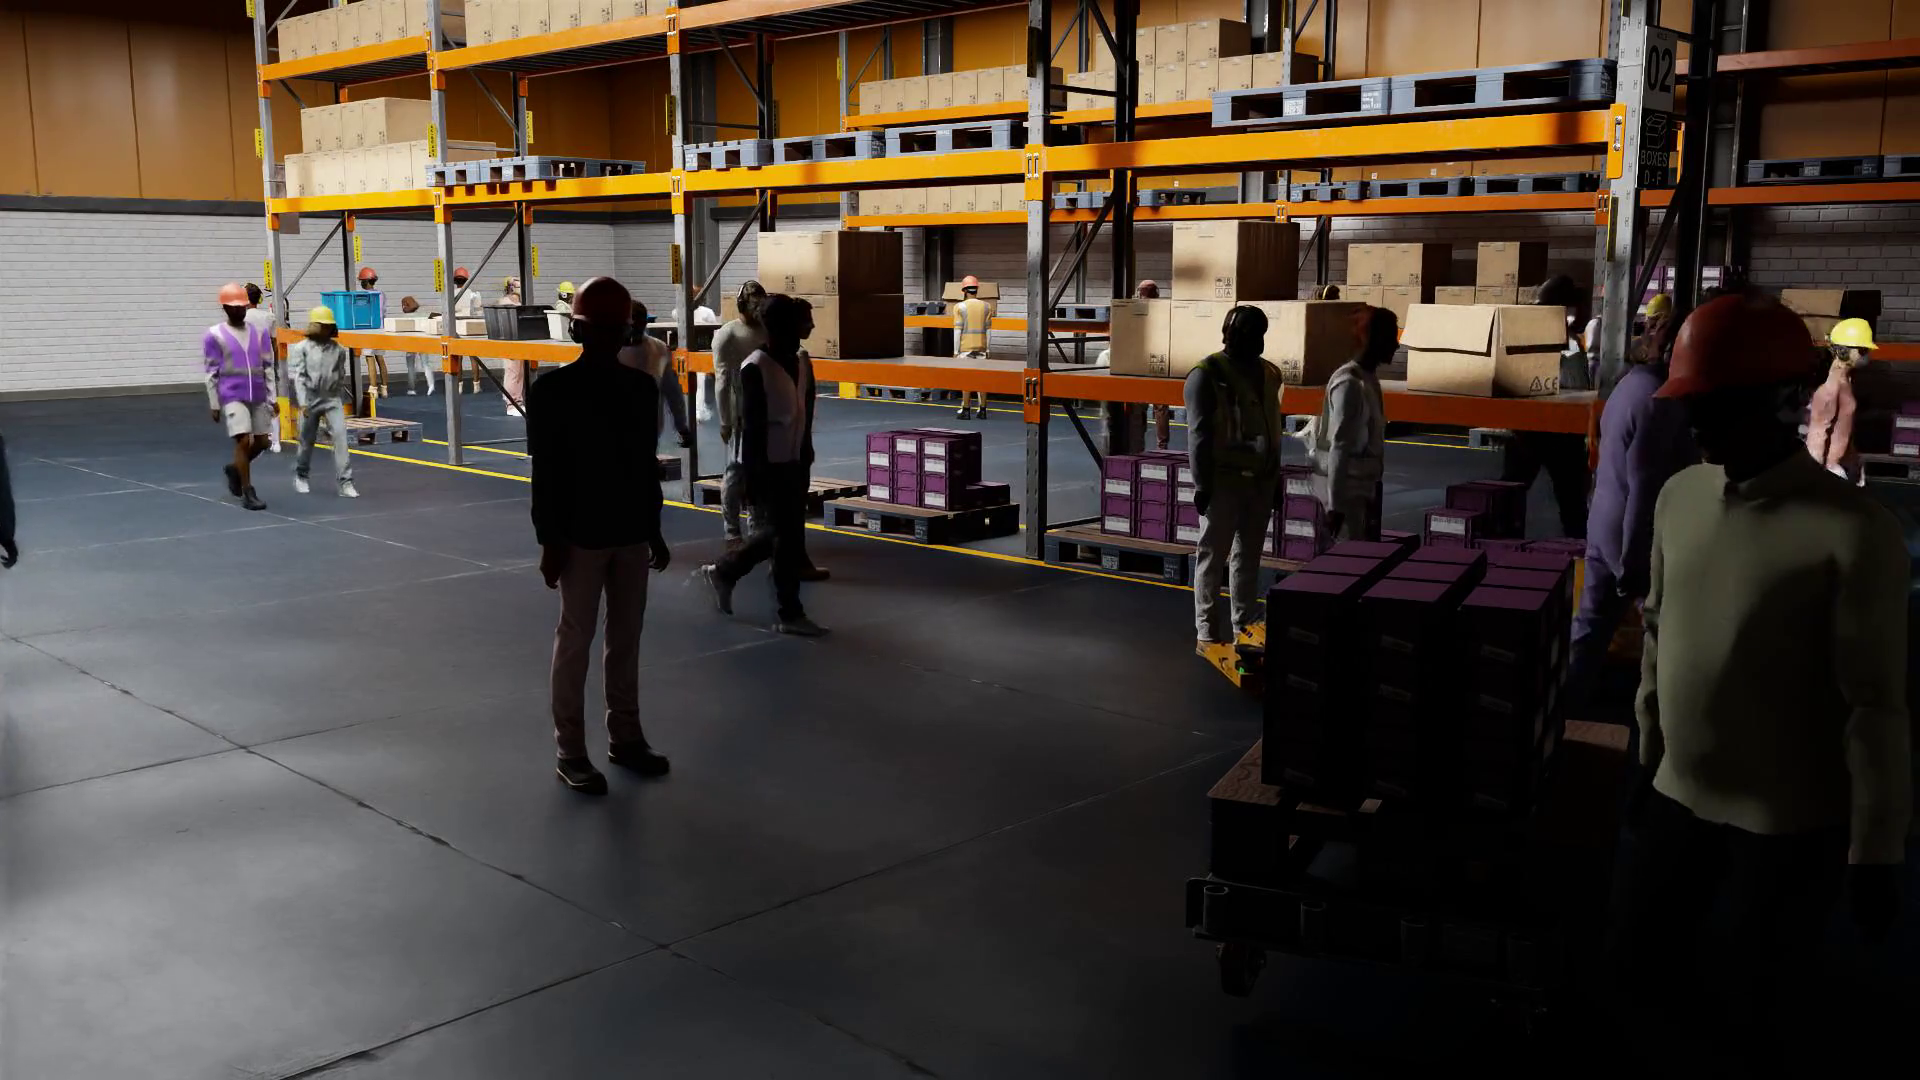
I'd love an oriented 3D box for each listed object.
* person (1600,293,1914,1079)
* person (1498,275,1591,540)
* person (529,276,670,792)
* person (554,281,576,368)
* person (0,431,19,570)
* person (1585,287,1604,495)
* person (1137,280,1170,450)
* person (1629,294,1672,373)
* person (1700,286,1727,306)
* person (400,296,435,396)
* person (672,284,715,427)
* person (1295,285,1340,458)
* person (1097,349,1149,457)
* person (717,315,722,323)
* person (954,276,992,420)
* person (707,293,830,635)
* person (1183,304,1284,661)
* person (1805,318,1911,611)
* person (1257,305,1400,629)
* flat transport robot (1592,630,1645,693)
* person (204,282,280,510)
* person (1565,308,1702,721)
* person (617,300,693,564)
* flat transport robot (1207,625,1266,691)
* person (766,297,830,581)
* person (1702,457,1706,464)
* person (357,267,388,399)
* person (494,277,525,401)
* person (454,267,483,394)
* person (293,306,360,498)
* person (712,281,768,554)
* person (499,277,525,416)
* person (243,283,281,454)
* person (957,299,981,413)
[{"bbox_3d":[1.581,0.509,3.287,0.516,1.972,0.699,-3,10,-17],"label":"person"},{"bbox_3d":[3.843,-0.770,10.935,0.695,2.000,1.011,-5,11,-28],"label":"person"},{"bbox_3d":[-1.394,-0.029,6.537,0.389,1.990,0.622,7,12,38],"label":"person"},{"bbox_3d":[-6.031,-3.046,25.525,0.404,1.833,0.588,-2,9,-12],"label":"person"},{"bbox_3d":[-4.626,-0.004,7.595,0.533,1.588,0.853,-8,12,-40],"label":"person"},{"bbox_3d":[5.799,-1.366,14.922,0.384,1.931,0.578,9,13,43],"label":"person"},{"bbox_3d":[2.011,-1.833,17.874,0.642,1.905,0.399,-1,9,-8],"label":"person"},{"bbox_3d":[5.251,-0.934,12.578,0.591,1.833,0.403,0,9,2],"label":"person"},{"bbox_3d":[5.881,-1.052,13.136,0.632,1.884,1.033,-4,10,-22],"label":"person"},{"bbox_3d":[-8.651,-3.086,26.507,0.501,1.591,0.835,-7,12,-37],"label":"person"},{"bbox_3d":[-3.407,-2.399,21.546,0.608,1.845,0.856,2,9,10],"label":"person"},{"bbox_3d":[3.862,-1.784,17.704,0.418,1.854,0.563,5,10,27],"label":"person"},{"bbox_3d":[1.321,-0.974,13.431,0.524,1.638,0.346,-6,11,-33],"label":"person"},{"bbox_3d":[-3.354,-2.769,24.434,0.507,1.633,0.278,-8,12,-39],"label":"person"},{"bbox_3d":[0.155,-2.569,22.305,0.542,1.930,0.366,-4,10,-22],"label":"person"},{"bbox_3d":[-1.088,-0.426,9.298,0.768,1.897,0.595,4,10,21],"label":"person"},{"bbox_3d":[1.451,-0.294,8.634,0.626,1.842,0.429,-6,11,-35],"label":"person"},{"bbox_3d":[5.173,-0.413,9.676,0.844,1.728,0.543,5,11,30],"label":"person"},{"bbox_3d":[1.860,-0.237,8.319,0.774,1.863,0.610,5,11,30],"label":"person"},{"bbox_3d":[3.477,0.593,7.989,1.431,0.197,0.652,3,10,16],"label":"flat transport robot"},{"bbox_3d":[-6.112,-1.224,14.105,0.723,1.916,0.556,8,12,40],"label":"person"},{"bbox_3d":[2.805,0.022,6.627,0.883,1.860,0.629,1,9,6],"label":"person"},{"bbox_3d":[-2.190,-0.734,11.439,0.649,1.806,0.856,-8,12,-42],"label":"person"},{"bbox_3d":[2.001,0.554,8.227,1.431,0.197,0.652,-1,9,-6],"label":"flat transport robot"},{"bbox_3d":[-1.098,-0.658,10.853,0.349,1.843,0.506,-6,11,-33],"label":"person"},{"bbox_3d":[5.180,-0.613,11.220,0.533,1.619,0.373,-3,10,-20],"label":"person"},{"bbox_3d":[-9.190,-3.222,25.950,0.365,2.048,0.607,3,10,19],"label":"person"},{"bbox_3d":[-6.857,-3.112,25.740,0.603,1.893,0.820,4,10,25],"label":"person"},{"bbox_3d":[-8.050,-3.388,26.971,0.605,2.045,0.386,-3,10,-16],"label":"person"},{"bbox_3d":[-5.718,-1.239,14.848,0.494,1.700,0.893,-8,12,-41],"label":"person"},{"bbox_3d":[-1.487,-0.868,11.846,0.355,1.937,0.635,7,12,37],"label":"person"},{"bbox_3d":[-6.108,-2.669,22.982,0.406,1.911,0.636,1,9,4],"label":"person"},{"bbox_3d":[-7.715,-1.873,18.218,0.513,1.872,0.331,-9,13,-43],"label":"person"},{"bbox_3d":[0.166,-2.575,23.281,0.500,1.626,0.284,-4,10,-25],"label":"person"}]
